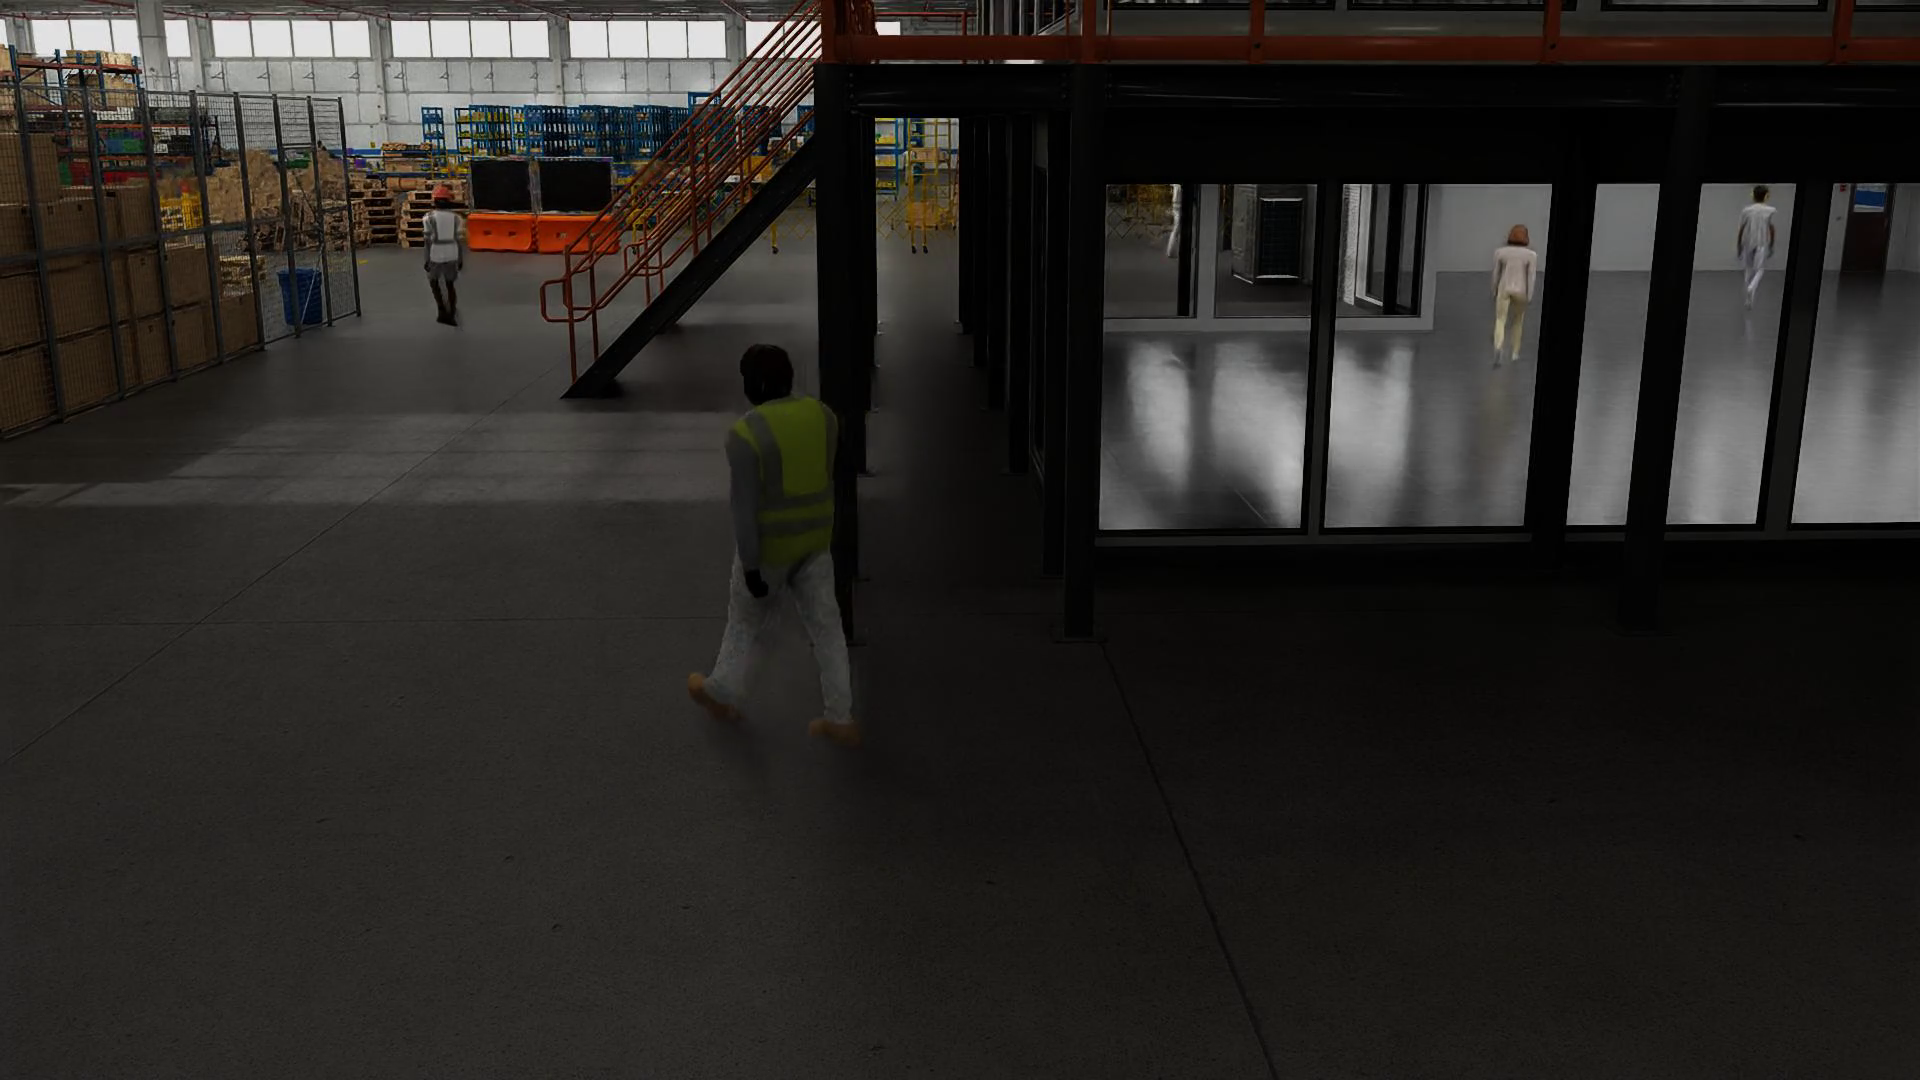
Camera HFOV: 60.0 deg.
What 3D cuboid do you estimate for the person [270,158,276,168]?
[{"bbox_3d":[-22.977,-11.949,55.409,0.528,1.730,0.880,2,14,7],"label":"person"}]

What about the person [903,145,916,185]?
[{"bbox_3d":[-2.286,-16.987,75.351,0.599,1.832,0.404,2,14,9],"label":"person"}]

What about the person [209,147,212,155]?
[{"bbox_3d":[-38.611,-19.466,85.127,0.663,1.898,0.476,-5,15,-21],"label":"person"}]

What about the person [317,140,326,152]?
[{"bbox_3d":[-35.952,-21.535,93.522,0.619,1.839,0.430,5,15,19],"label":"person"}]

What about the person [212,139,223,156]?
[{"bbox_3d":[-38.312,-19.693,85.839,0.396,1.992,0.623,7,16,27],"label":"person"}]

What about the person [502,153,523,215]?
[{"bbox_3d":[-11.248,-8.734,41.995,0.852,2.024,0.616,11,18,37],"label":"person"}]

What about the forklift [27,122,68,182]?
[{"bbox_3d":[-35.376,-14.773,64.377,1.129,2.768,1.873,-1,14,-2],"label":"forklift"}]

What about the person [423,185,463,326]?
[{"bbox_3d":[-7.124,-3.910,22.913,0.572,1.912,0.474,-10,17,-35],"label":"person"}]

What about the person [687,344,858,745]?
[{"bbox_3d":[-0.838,0.006,7.519,0.645,1.788,0.970,-13,19,-43],"label":"person"}]
